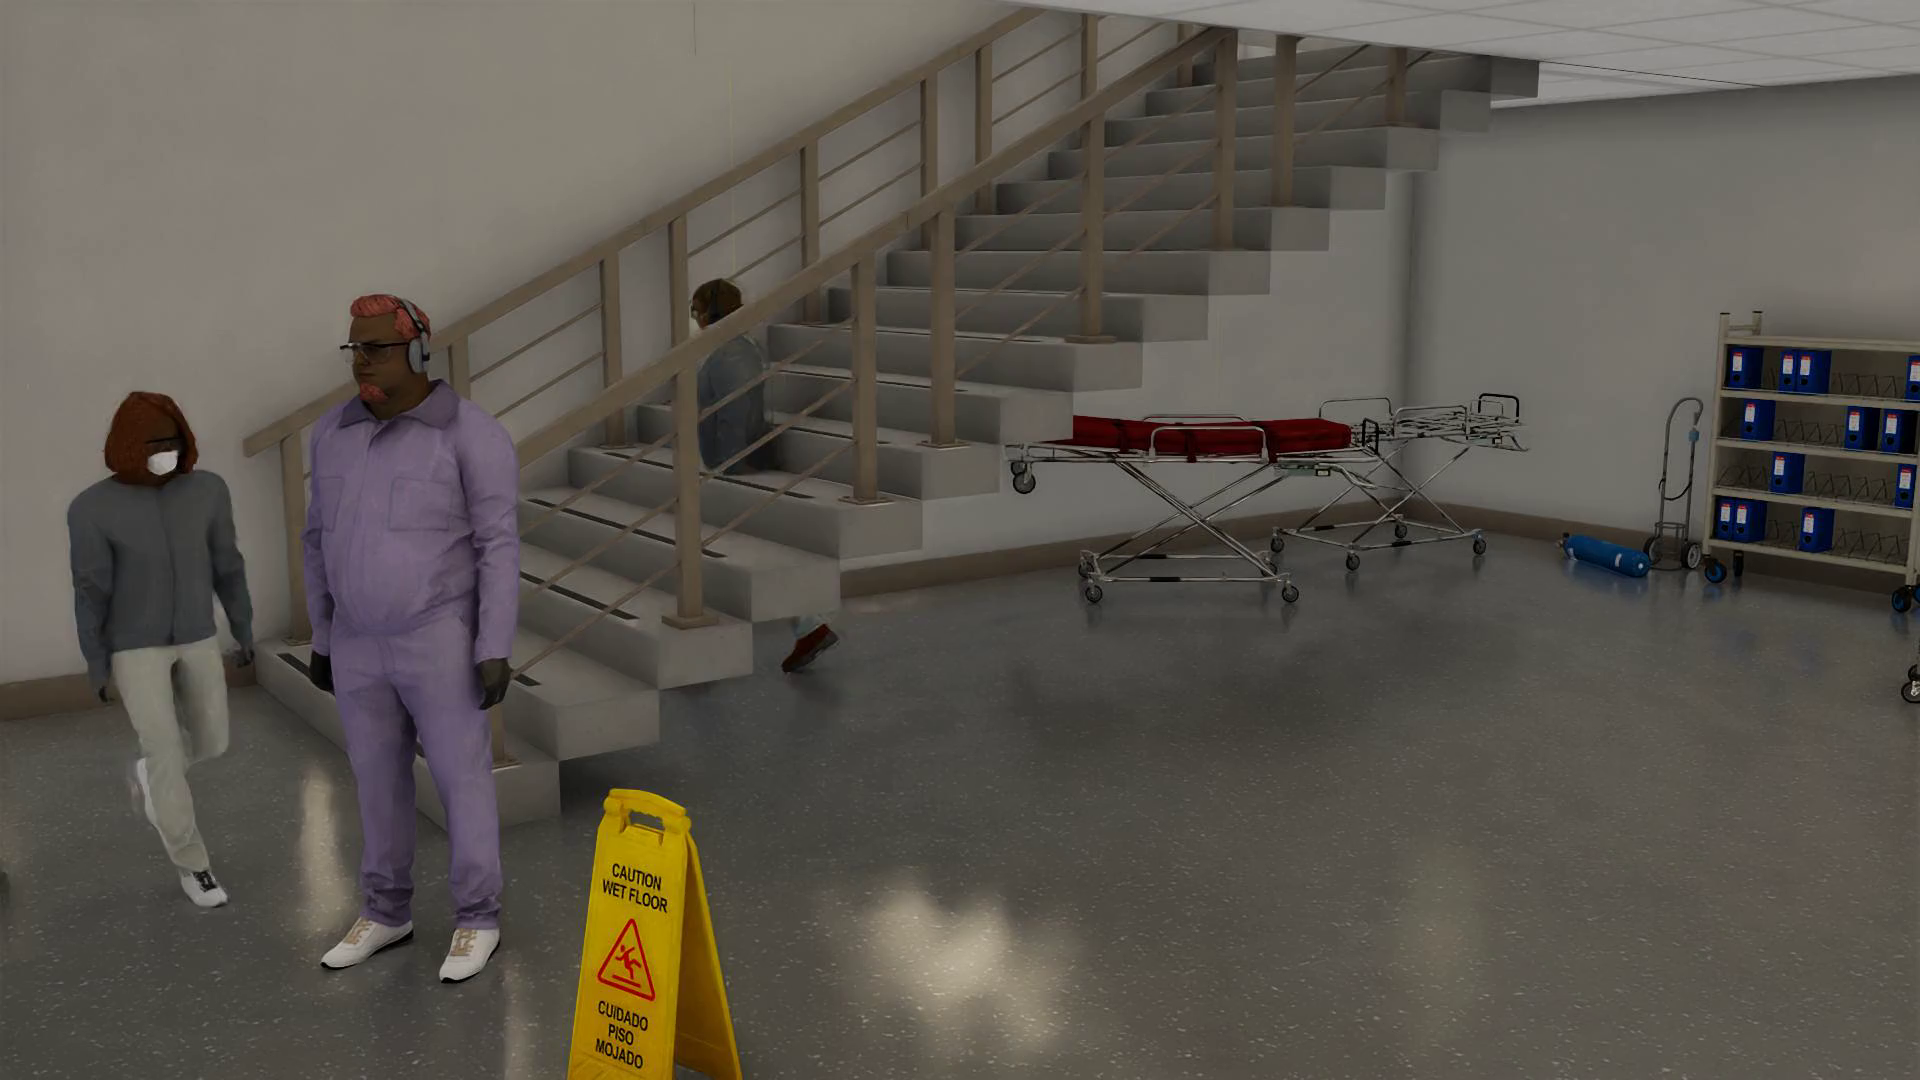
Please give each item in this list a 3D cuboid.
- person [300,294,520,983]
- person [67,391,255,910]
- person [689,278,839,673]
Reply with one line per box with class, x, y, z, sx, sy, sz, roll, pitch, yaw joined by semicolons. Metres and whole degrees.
person;-1.547;0.277;4.634;0.651;1.907;0.409;3;10;15
person;-2.531;0.323;5.218;0.631;1.603;0.541;8;13;38
person;-1.018;-0.275;7.824;0.879;1.910;0.630;0;10;-1
